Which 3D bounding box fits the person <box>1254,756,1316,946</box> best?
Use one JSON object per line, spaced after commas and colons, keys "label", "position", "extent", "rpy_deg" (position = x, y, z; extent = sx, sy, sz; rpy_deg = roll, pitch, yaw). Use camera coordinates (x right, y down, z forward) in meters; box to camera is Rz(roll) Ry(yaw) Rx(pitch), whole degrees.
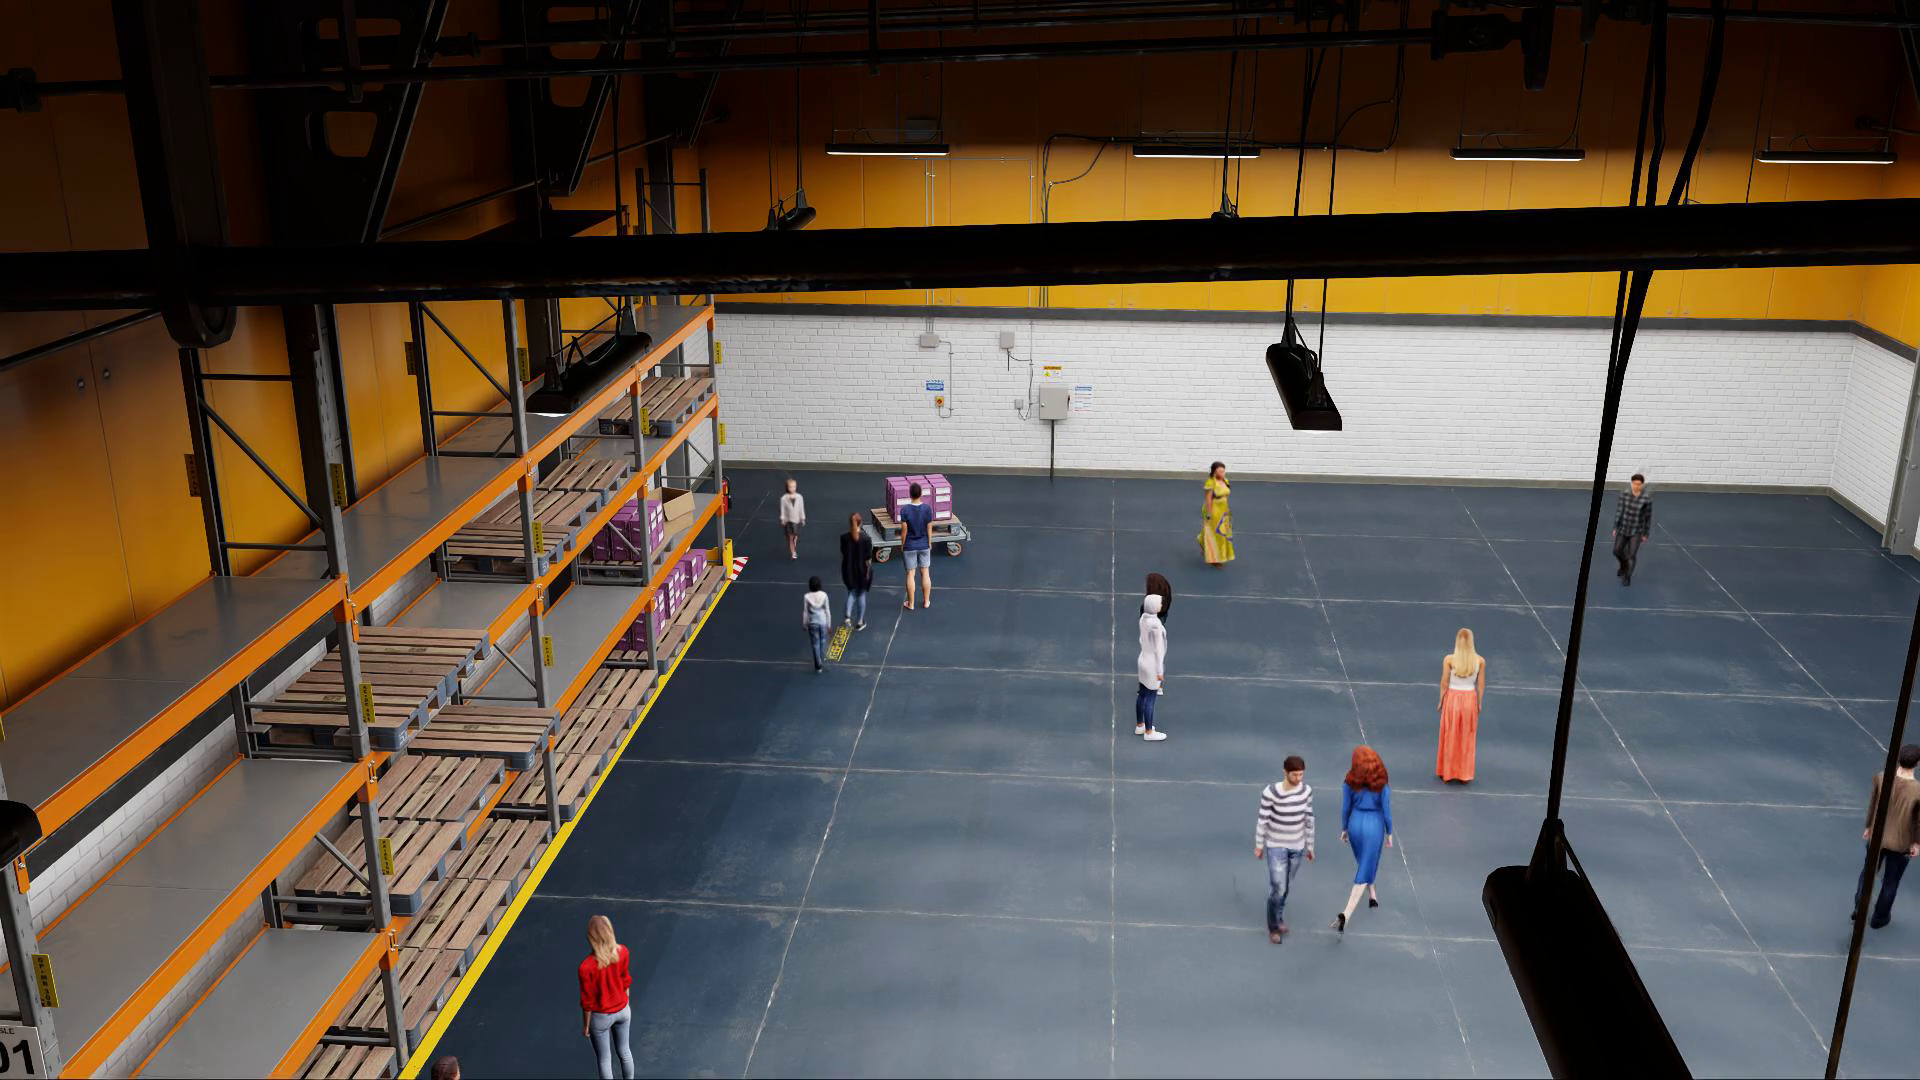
{"label": "person", "position": [2.970, 2.794, 15.435], "extent": [0.796, 1.832, 0.833], "rpy_deg": [-5, 19, -15]}

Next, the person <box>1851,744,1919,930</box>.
{"label": "person", "position": [8.582, 2.782, 15.399], "extent": [0.963, 1.878, 0.899], "rpy_deg": [-16, 24, -39]}

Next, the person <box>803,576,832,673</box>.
{"label": "person", "position": [-1.839, 1.096, 21.420], "extent": [0.669, 1.230, 0.910], "rpy_deg": [-4, 19, -12]}

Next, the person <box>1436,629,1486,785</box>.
{"label": "person", "position": [5.512, 1.834, 18.330], "extent": [0.652, 1.803, 0.617], "rpy_deg": [4, 19, 12]}

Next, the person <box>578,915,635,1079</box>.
{"label": "person", "position": [-2.741, 3.694, 12.960], "extent": [0.742, 1.705, 0.657], "rpy_deg": [17, 25, 41]}

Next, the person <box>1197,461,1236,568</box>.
{"label": "person", "position": [3.835, -0.421, 25.271], "extent": [1.141, 1.648, 1.098], "rpy_deg": [17, 25, 41]}

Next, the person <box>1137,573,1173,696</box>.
{"label": "person", "position": [2.403, 1.177, 20.574], "extent": [0.710, 1.616, 0.774], "rpy_deg": [-16, 24, -40]}

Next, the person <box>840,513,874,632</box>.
{"label": "person", "position": [-1.431, 0.464, 22.601], "extent": [0.709, 1.673, 0.807], "rpy_deg": [6, 20, 17]}

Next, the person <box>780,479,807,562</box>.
{"label": "person", "position": [-2.593, -0.329, 25.621], "extent": [0.733, 1.249, 0.912], "rpy_deg": [-6, 20, -18]}

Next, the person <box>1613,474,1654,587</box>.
{"label": "person", "position": [9.939, -0.179, 24.554], "extent": [0.864, 1.708, 0.895], "rpy_deg": [14, 23, 36]}

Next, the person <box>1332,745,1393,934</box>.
{"label": "person", "position": [3.718, 2.830, 15.420], "extent": [1.007, 1.773, 1.230], "rpy_deg": [14, 23, 35]}

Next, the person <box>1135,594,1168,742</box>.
{"label": "person", "position": [2.213, 1.474, 19.442], "extent": [0.740, 1.775, 0.602], "rpy_deg": [-6, 20, -17]}

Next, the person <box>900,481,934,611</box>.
{"label": "person", "position": [-0.609, 0.074, 23.480], "extent": [0.688, 1.852, 0.673], "rpy_deg": [-5, 19, -14]}
